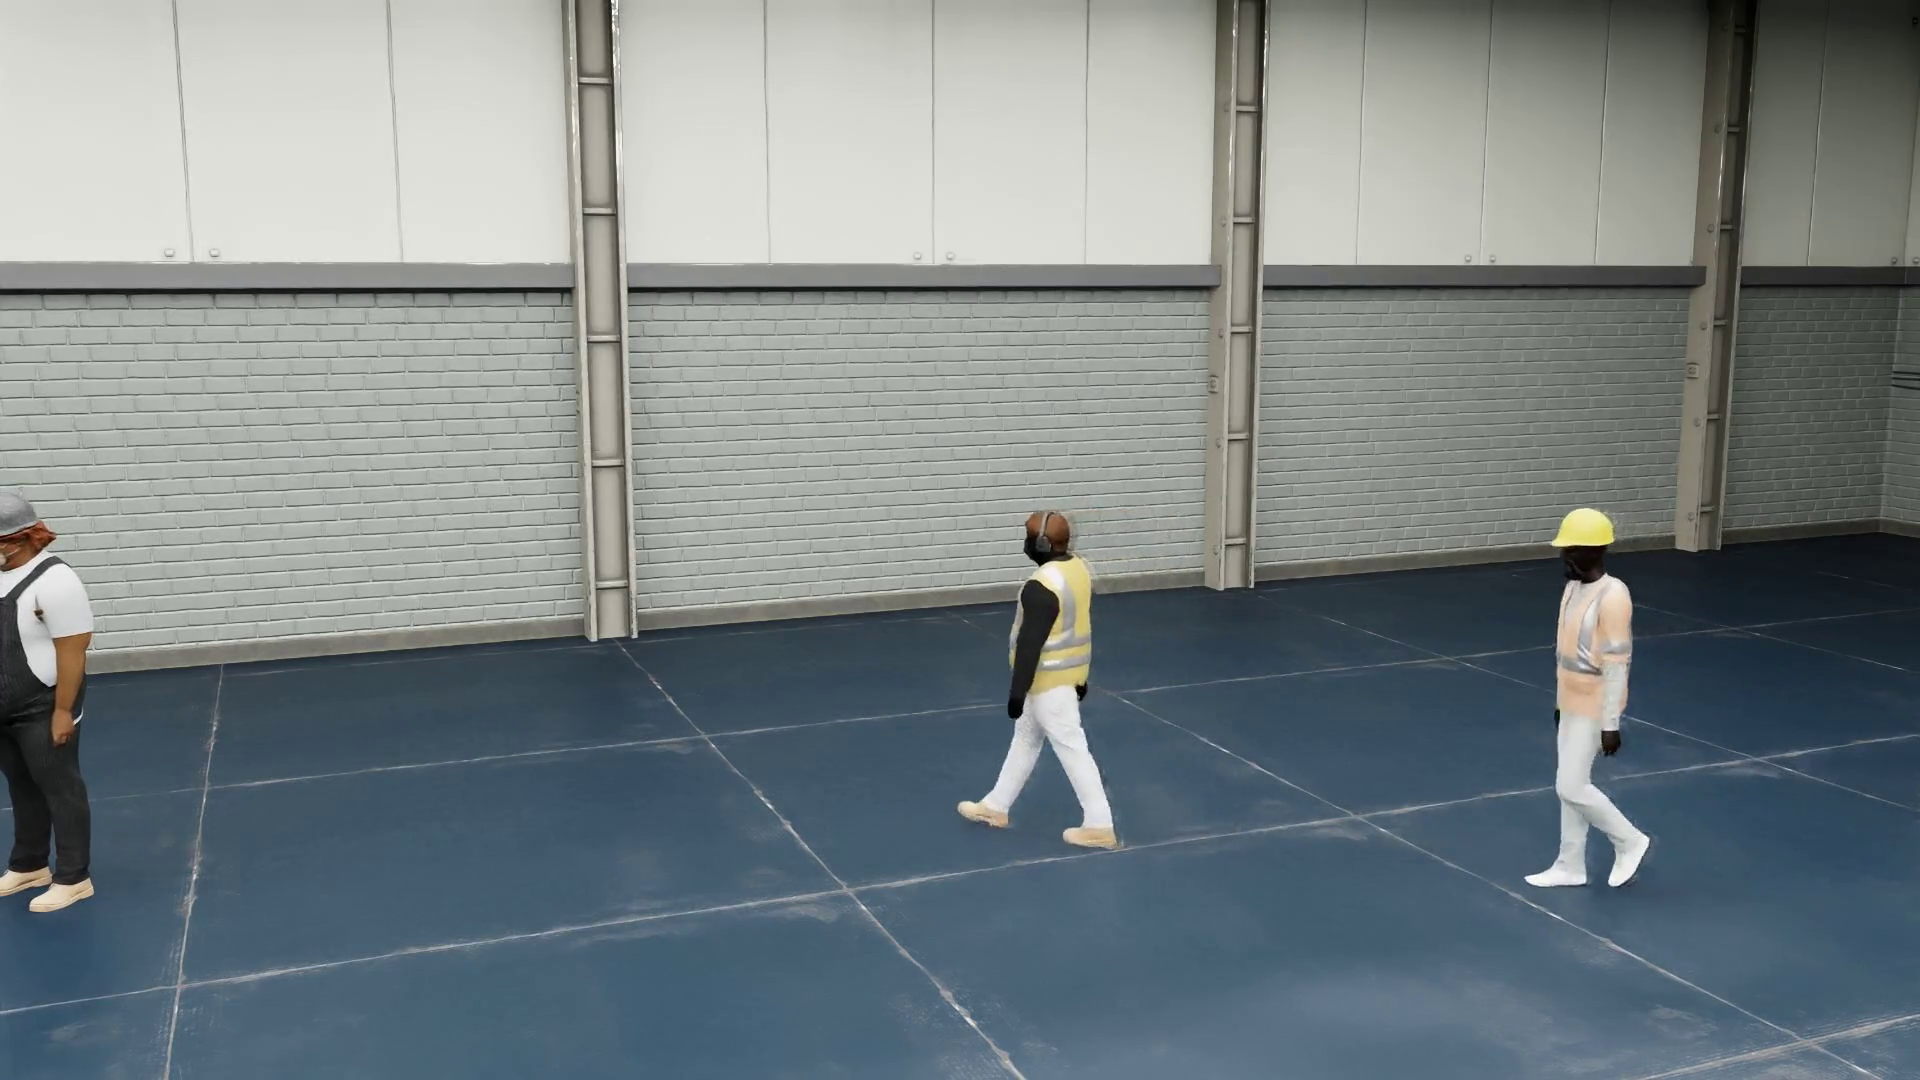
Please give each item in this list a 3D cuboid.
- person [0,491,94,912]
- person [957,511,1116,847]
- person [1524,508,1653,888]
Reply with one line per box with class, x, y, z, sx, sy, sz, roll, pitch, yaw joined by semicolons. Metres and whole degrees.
person;-4.496;0.758;7.959;0.672;2.000;0.536;6;11;32
person;0.439;0.734;8.899;0.949;1.792;0.644;3;10;21
person;3.084;0.794;8.116;0.487;1.914;0.613;0;9;0
